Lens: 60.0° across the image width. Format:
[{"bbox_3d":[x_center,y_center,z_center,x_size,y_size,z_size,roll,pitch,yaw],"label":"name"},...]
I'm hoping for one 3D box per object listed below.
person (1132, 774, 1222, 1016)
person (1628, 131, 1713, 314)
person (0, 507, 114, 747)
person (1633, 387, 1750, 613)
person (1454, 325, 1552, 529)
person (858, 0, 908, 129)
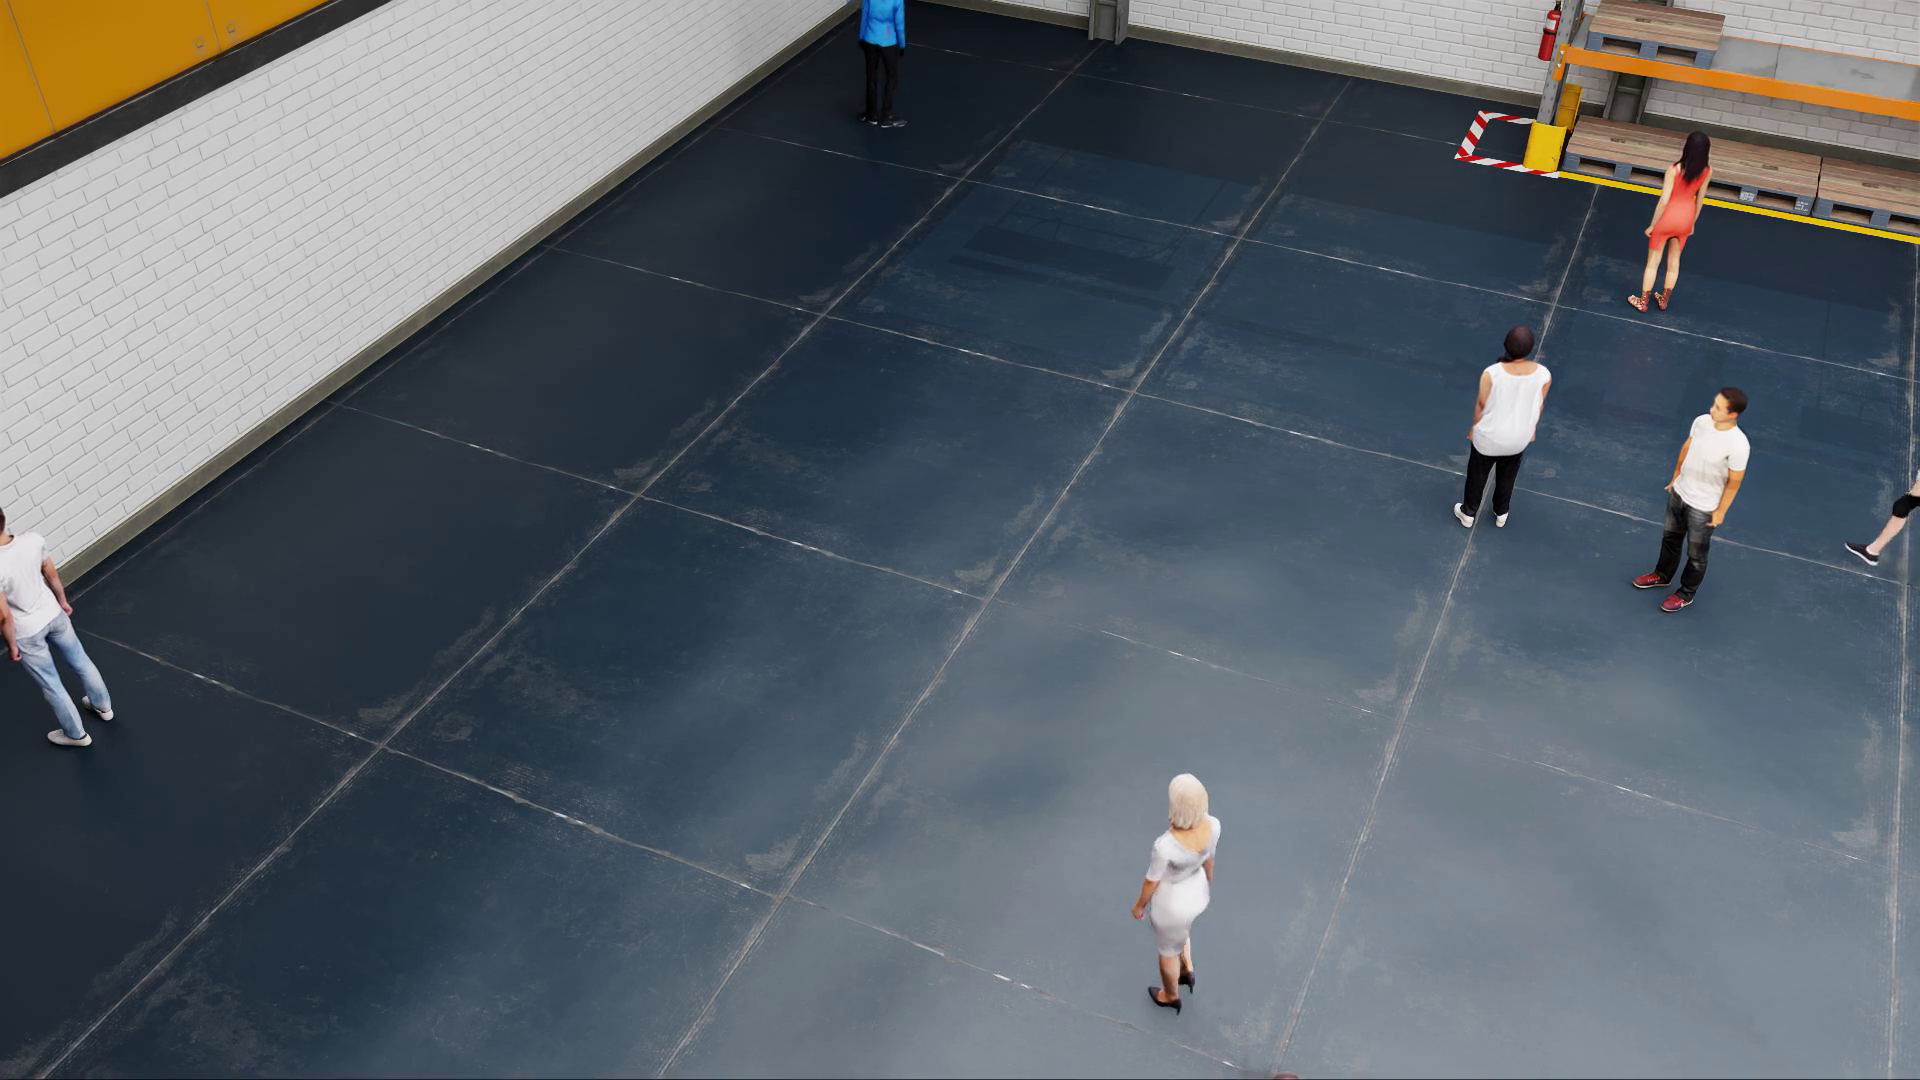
[{"bbox_3d":[1.200,1.936,8.737,0.662,1.740,0.685,-27,46,-30],"label":"person"},{"bbox_3d":[6.296,-2.804,14.689,0.625,1.719,0.734,-5,39,-6],"label":"person"},{"bbox_3d":[-5.782,0.522,10.418,0.565,1.851,0.676,12,40,15],"label":"person"},{"bbox_3d":[5.119,-0.298,11.487,0.770,1.798,0.699,-15,41,-17],"label":"person"},{"bbox_3d":[3.982,-0.836,12.250,0.681,1.687,0.803,1,39,1],"label":"person"},{"bbox_3d":[-0.898,-5.280,17.735,0.464,1.786,0.800,6,39,8],"label":"person"}]
